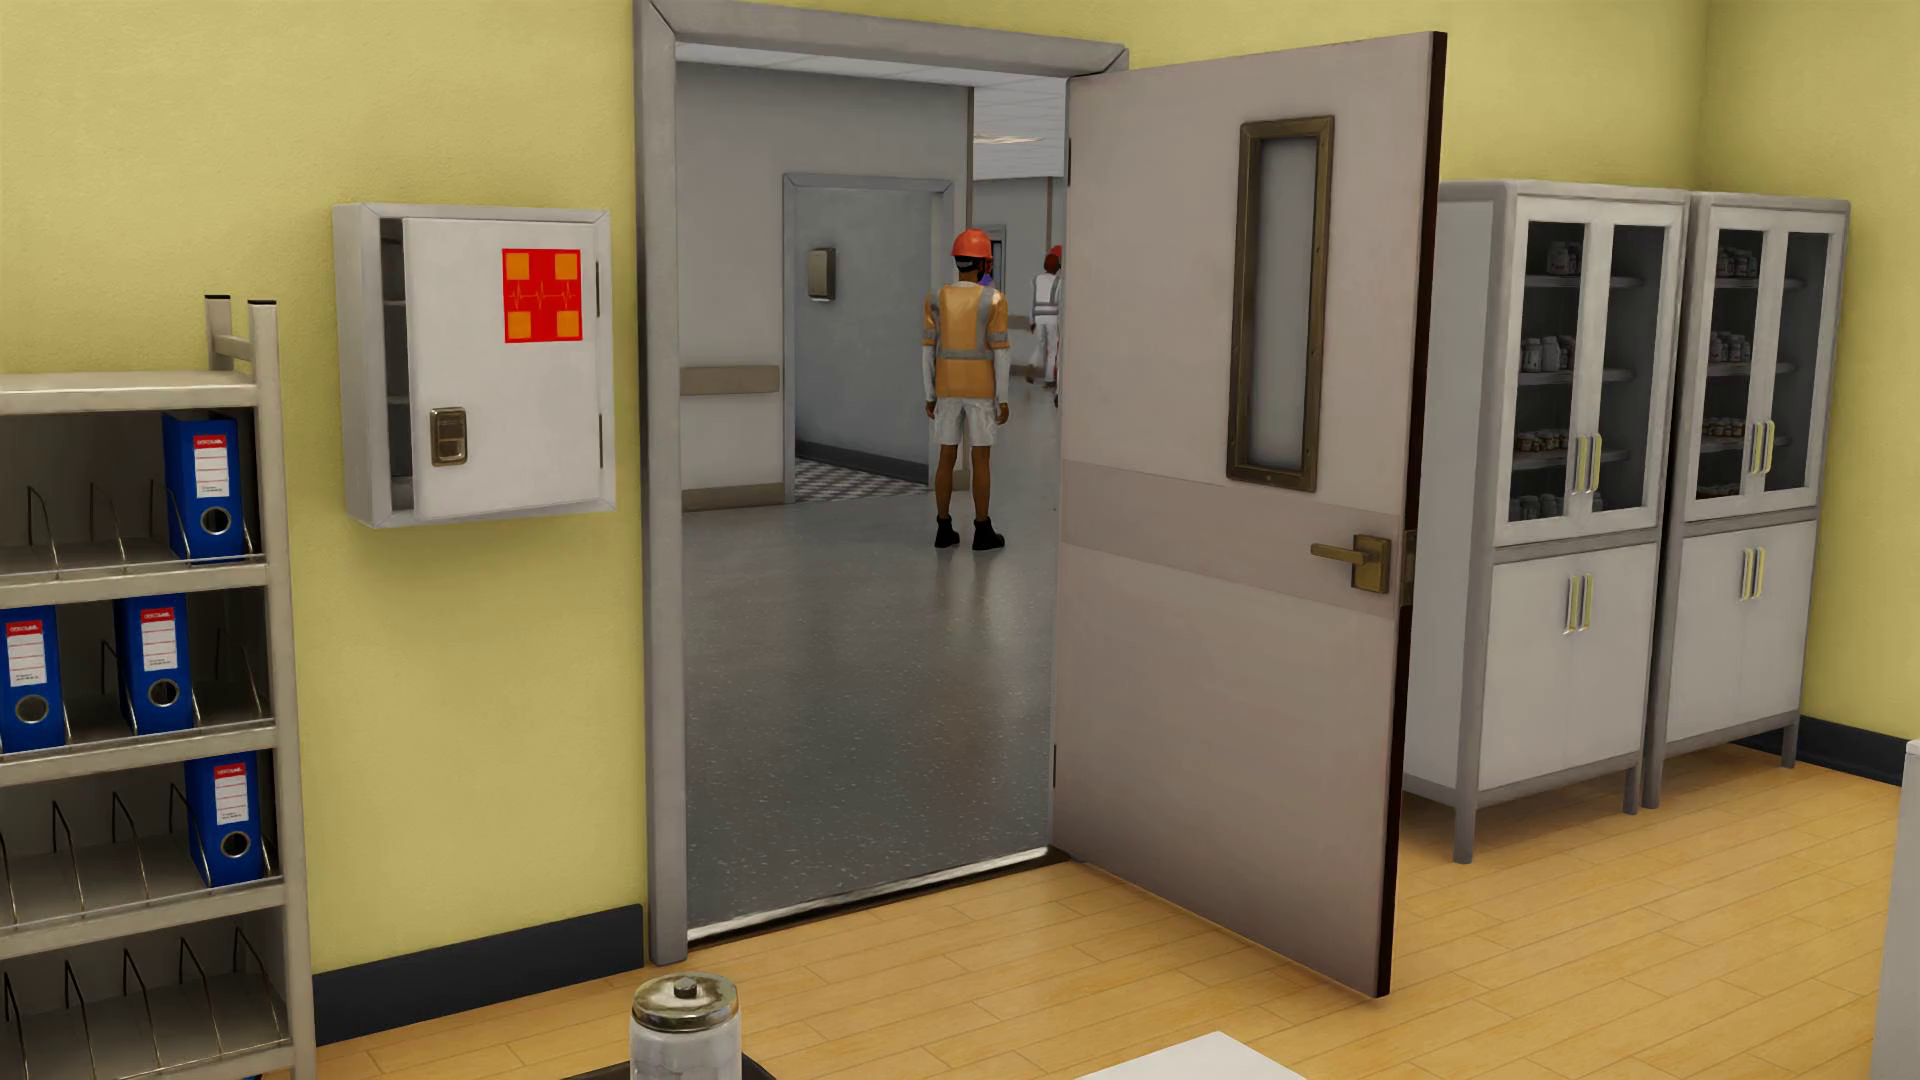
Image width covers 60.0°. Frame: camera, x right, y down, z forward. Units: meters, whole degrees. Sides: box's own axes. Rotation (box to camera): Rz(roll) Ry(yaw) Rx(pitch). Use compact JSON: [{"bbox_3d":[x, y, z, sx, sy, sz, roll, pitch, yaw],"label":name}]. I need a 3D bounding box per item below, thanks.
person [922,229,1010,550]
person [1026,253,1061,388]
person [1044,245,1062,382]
[{"bbox_3d":[0.050,-0.906,10.086,0.553,1.935,0.363,5,10,22],"label":"person"},{"bbox_3d":[1.200,-3.035,23.097,0.592,1.869,0.503,7,12,34],"label":"person"},{"bbox_3d":[1.404,-3.263,24.119,0.402,1.991,0.633,1,10,0],"label":"person"}]
